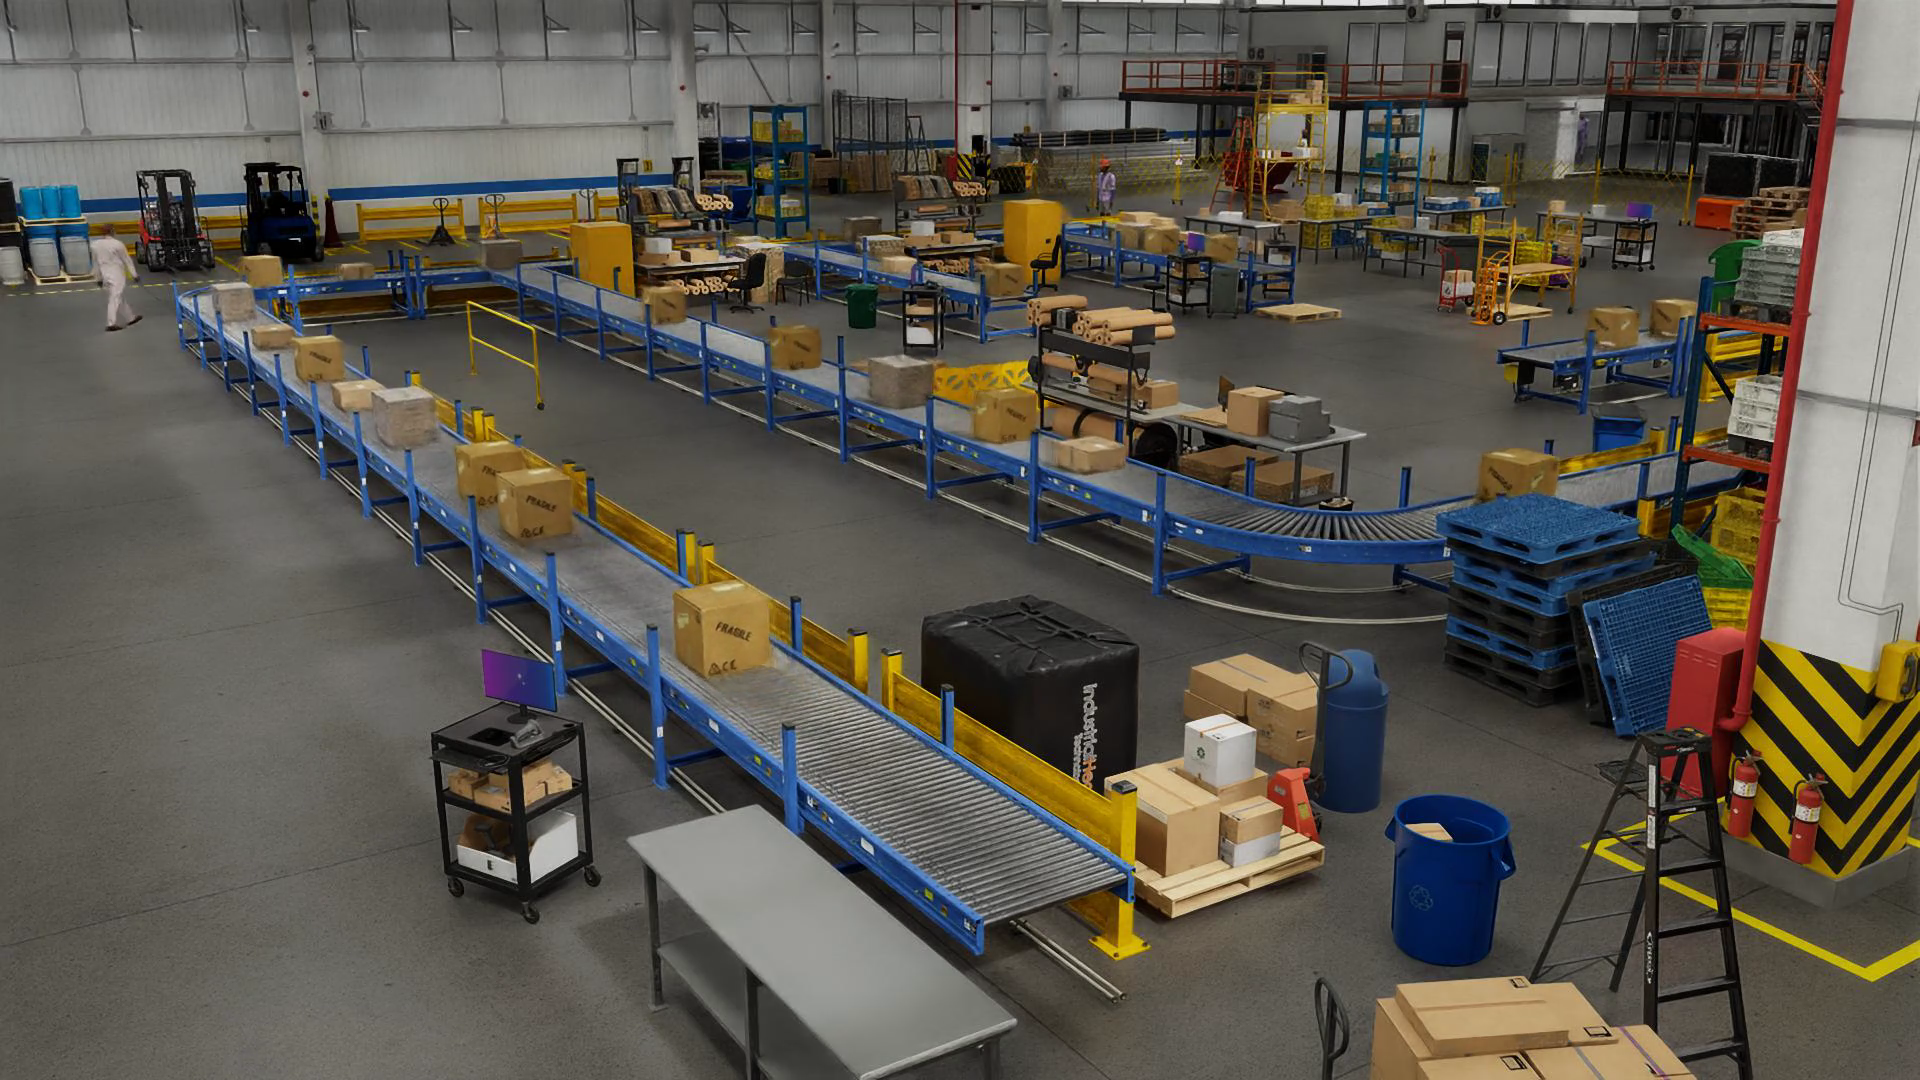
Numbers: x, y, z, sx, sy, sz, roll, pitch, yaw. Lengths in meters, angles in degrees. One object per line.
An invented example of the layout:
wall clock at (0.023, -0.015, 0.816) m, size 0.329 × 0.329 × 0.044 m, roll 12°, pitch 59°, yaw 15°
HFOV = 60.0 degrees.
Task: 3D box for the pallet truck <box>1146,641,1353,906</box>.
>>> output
pallet truck at (1.664, 1.407, 10.232) m, size 1.630 × 1.274 × 0.653 m, roll -10°, pitch 20°, yaw -31°

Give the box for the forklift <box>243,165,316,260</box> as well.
forklift at (-15.898, -7.669, 38.708) m, size 1.157 × 1.987 × 2.680 m, roll -11°, pitch 20°, yaw -33°

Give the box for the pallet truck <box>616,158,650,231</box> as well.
pallet truck at (-8.918, -9.176, 44.255) m, size 0.823 × 1.965 × 1.885 m, roll -9°, pitch 19°, yaw -27°

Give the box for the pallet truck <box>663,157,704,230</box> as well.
pallet truck at (-7.586, -9.308, 44.692) m, size 0.823 × 1.965 × 1.885 m, roll -11°, pitch 20°, yaw -33°

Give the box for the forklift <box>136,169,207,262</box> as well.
forklift at (-17.842, -7.318, 37.559) m, size 1.157 × 1.987 × 2.680 m, roll -10°, pitch 20°, yaw -31°

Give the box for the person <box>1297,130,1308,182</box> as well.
person at (12.362, -13.850, 60.017) m, size 0.353 × 1.879 × 0.567 m, roll 10°, pitch 20°, yaw 31°

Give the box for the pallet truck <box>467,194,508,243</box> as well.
pallet truck at (-11.983, -8.177, 42.137) m, size 0.704 × 1.261 × 1.522 m, roll -11°, pitch 20°, yaw -33°

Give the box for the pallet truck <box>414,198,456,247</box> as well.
pallet truck at (-13.250, -8.060, 41.856) m, size 0.680 × 1.201 × 1.601 m, roll -10°, pitch 20°, yaw -31°

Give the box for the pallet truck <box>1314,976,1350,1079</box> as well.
pallet truck at (2.299, 2.390, 7.086) m, size 1.601 × 1.201 × 0.680 m, roll -2°, pitch 17°, yaw -7°

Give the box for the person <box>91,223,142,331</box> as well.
person at (-14.969, -4.684, 29.553) m, size 0.660 × 1.857 × 1.010 m, roll 6°, pitch 18°, yaw 18°

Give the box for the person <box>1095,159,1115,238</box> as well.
person at (3.724, -8.783, 42.866) m, size 0.395 × 2.042 × 0.611 m, roll -11°, pitch 20°, yaw -32°

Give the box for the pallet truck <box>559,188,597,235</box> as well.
pallet truck at (-10.010, -8.652, 43.699) m, size 0.653 × 1.274 × 1.630 m, roll -10°, pitch 20°, yaw -31°
